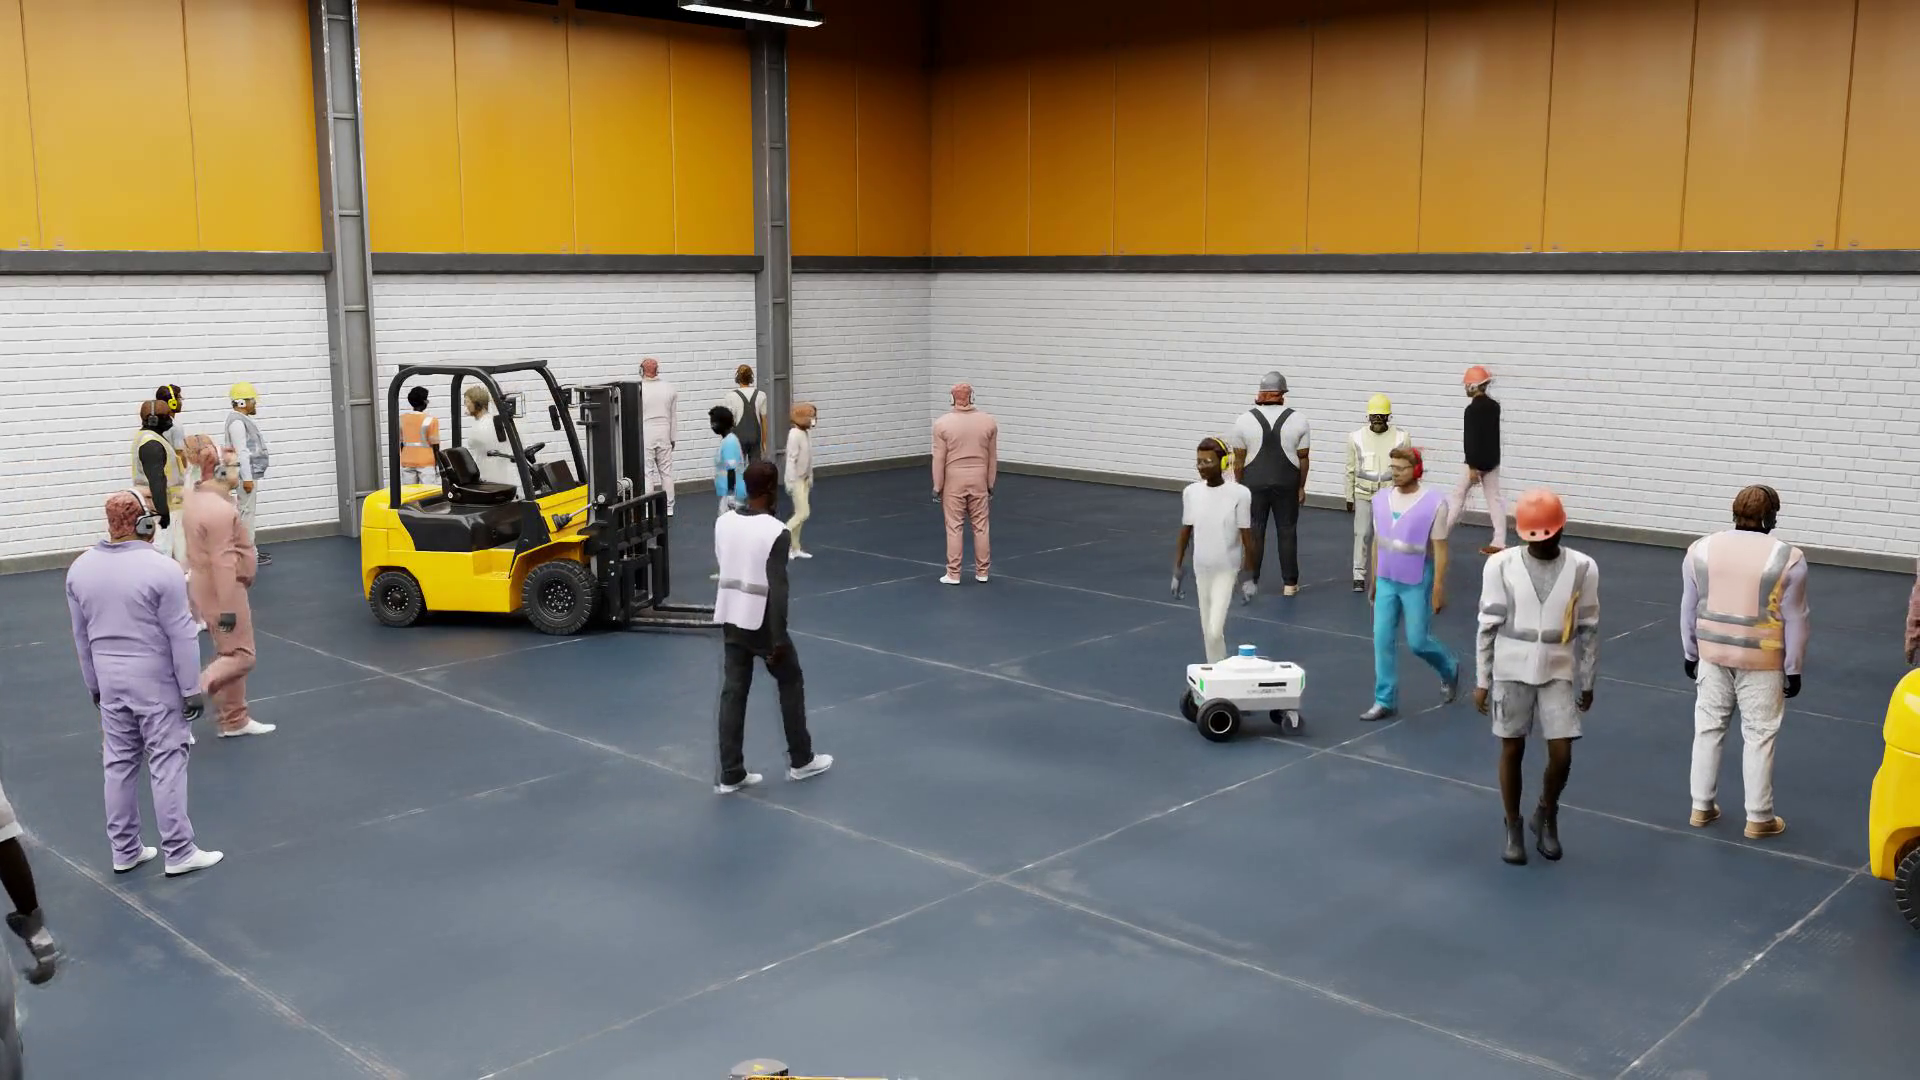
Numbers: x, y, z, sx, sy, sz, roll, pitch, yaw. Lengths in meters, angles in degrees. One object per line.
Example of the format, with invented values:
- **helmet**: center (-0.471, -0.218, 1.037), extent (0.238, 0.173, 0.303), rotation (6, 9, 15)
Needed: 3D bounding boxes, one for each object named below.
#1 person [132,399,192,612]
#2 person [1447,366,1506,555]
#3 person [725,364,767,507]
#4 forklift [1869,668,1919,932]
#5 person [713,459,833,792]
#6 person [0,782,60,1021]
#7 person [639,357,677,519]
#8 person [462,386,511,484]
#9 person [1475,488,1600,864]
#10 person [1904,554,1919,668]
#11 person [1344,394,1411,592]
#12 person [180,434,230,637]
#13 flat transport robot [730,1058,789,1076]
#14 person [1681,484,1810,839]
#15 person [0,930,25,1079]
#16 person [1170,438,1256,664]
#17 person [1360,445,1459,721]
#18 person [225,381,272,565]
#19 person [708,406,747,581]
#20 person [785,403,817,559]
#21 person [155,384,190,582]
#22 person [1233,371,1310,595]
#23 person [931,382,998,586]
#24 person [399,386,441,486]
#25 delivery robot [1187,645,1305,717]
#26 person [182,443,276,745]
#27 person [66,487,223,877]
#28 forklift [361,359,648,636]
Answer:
- **person**: center (-6.848, -0.286, 14.274), extent (0.429, 1.842, 0.636), rotation (-5, 11, -29)
- **person**: center (5.294, -0.823, 17.263), extent (0.619, 1.940, 1.009), rotation (-7, 12, -38)
- **person**: center (-2.499, -1.128, 19.424), extent (0.517, 1.844, 0.332), rotation (-5, 10, -28)
- **forklift**: center (5.205, 0.723, 7.013), extent (2.313, 2.155, 1.214), rotation (9, 13, 43)
- **person**: center (-1.084, 0.473, 9.531), extent (0.582, 1.877, 0.851), rotation (7, 12, 36)
- **person**: center (-3.078, 1.196, 4.995), extent (0.794, 1.930, 0.360), rotation (-3, 10, -20)
- **person**: center (-3.653, -1.200, 19.675), extent (0.638, 1.911, 0.402), rotation (-7, 12, -36)
- **person**: center (-4.404, -0.478, 15.336), extent (1.037, 1.881, 0.653), rotation (-1, 9, -6)
- **person**: center (2.829, 0.676, 8.177), extent (0.573, 1.900, 0.443), rotation (2, 10, 14)
- **person**: center (5.528, 0.595, 9.193), extent (0.764, 1.743, 0.536), rotation (-3, 10, -19)
- **person**: center (3.801, -0.418, 15.154), extent (0.592, 1.825, 0.403), rotation (2, 9, 11)
- **person**: center (-6.042, -0.037, 13.378), extent (0.515, 1.636, 0.315), rotation (5, 11, 30)
- **flat transport robot**: center (-0.497, 1.999, 5.067), extent (0.652, 0.197, 1.431), rotation (1, 9, 3)
- **person**: center (4.096, 0.624, 8.695), extent (0.429, 1.843, 0.627), rotation (-9, 13, -42)
- **person**: center (-2.165, 1.414, 3.552), extent (0.356, 1.938, 0.633), rotation (-6, 11, -34)
- **person**: center (1.652, 0.245, 11.004), extent (0.549, 1.843, 0.642), rotation (8, 12, 39)
- **person**: center (2.973, 0.272, 10.934), extent (0.736, 1.819, 0.568), rotation (-7, 12, -38)
- **person**: center (-7.127, -0.671, 16.652), extent (0.404, 1.836, 0.590), rotation (-4, 10, -22)
- **person**: center (-2.082, -0.432, 15.674), extent (0.564, 1.673, 0.566), rotation (-2, 9, -12)
- **person**: center (-1.648, -0.588, 16.835), extent (0.415, 1.608, 0.527), rotation (2, 10, 14)
- **person**: center (-7.430, -0.534, 15.708), extent (0.519, 1.873, 0.335), rotation (6, 11, 33)
- **person**: center (2.816, -0.519, 15.094), extent (0.681, 2.000, 0.536), rotation (2, 9, 11)
- **person**: center (0.030, -0.524, 15.559), extent (0.638, 1.901, 0.402), rotation (-3, 10, -19)
- **person**: center (-5.842, -0.818, 18.010), extent (0.530, 1.687, 0.320), rotation (3, 10, 17)
- **delivery robot**: center (1.820, 0.912, 10.579), extent (0.707, 0.478, 0.477), rotation (-1, 9, -7)
- **person**: center (-4.618, 0.349, 10.259), extent (0.611, 1.890, 0.651), rotation (-7, 11, -36)
- **person**: center (-3.955, 0.691, 8.085), extent (0.642, 1.909, 0.408), rotation (2, 10, 13)
- **forklift**: center (-3.850, -0.407, 13.936), extent (2.313, 2.155, 1.214), rotation (2, 9, 11)
